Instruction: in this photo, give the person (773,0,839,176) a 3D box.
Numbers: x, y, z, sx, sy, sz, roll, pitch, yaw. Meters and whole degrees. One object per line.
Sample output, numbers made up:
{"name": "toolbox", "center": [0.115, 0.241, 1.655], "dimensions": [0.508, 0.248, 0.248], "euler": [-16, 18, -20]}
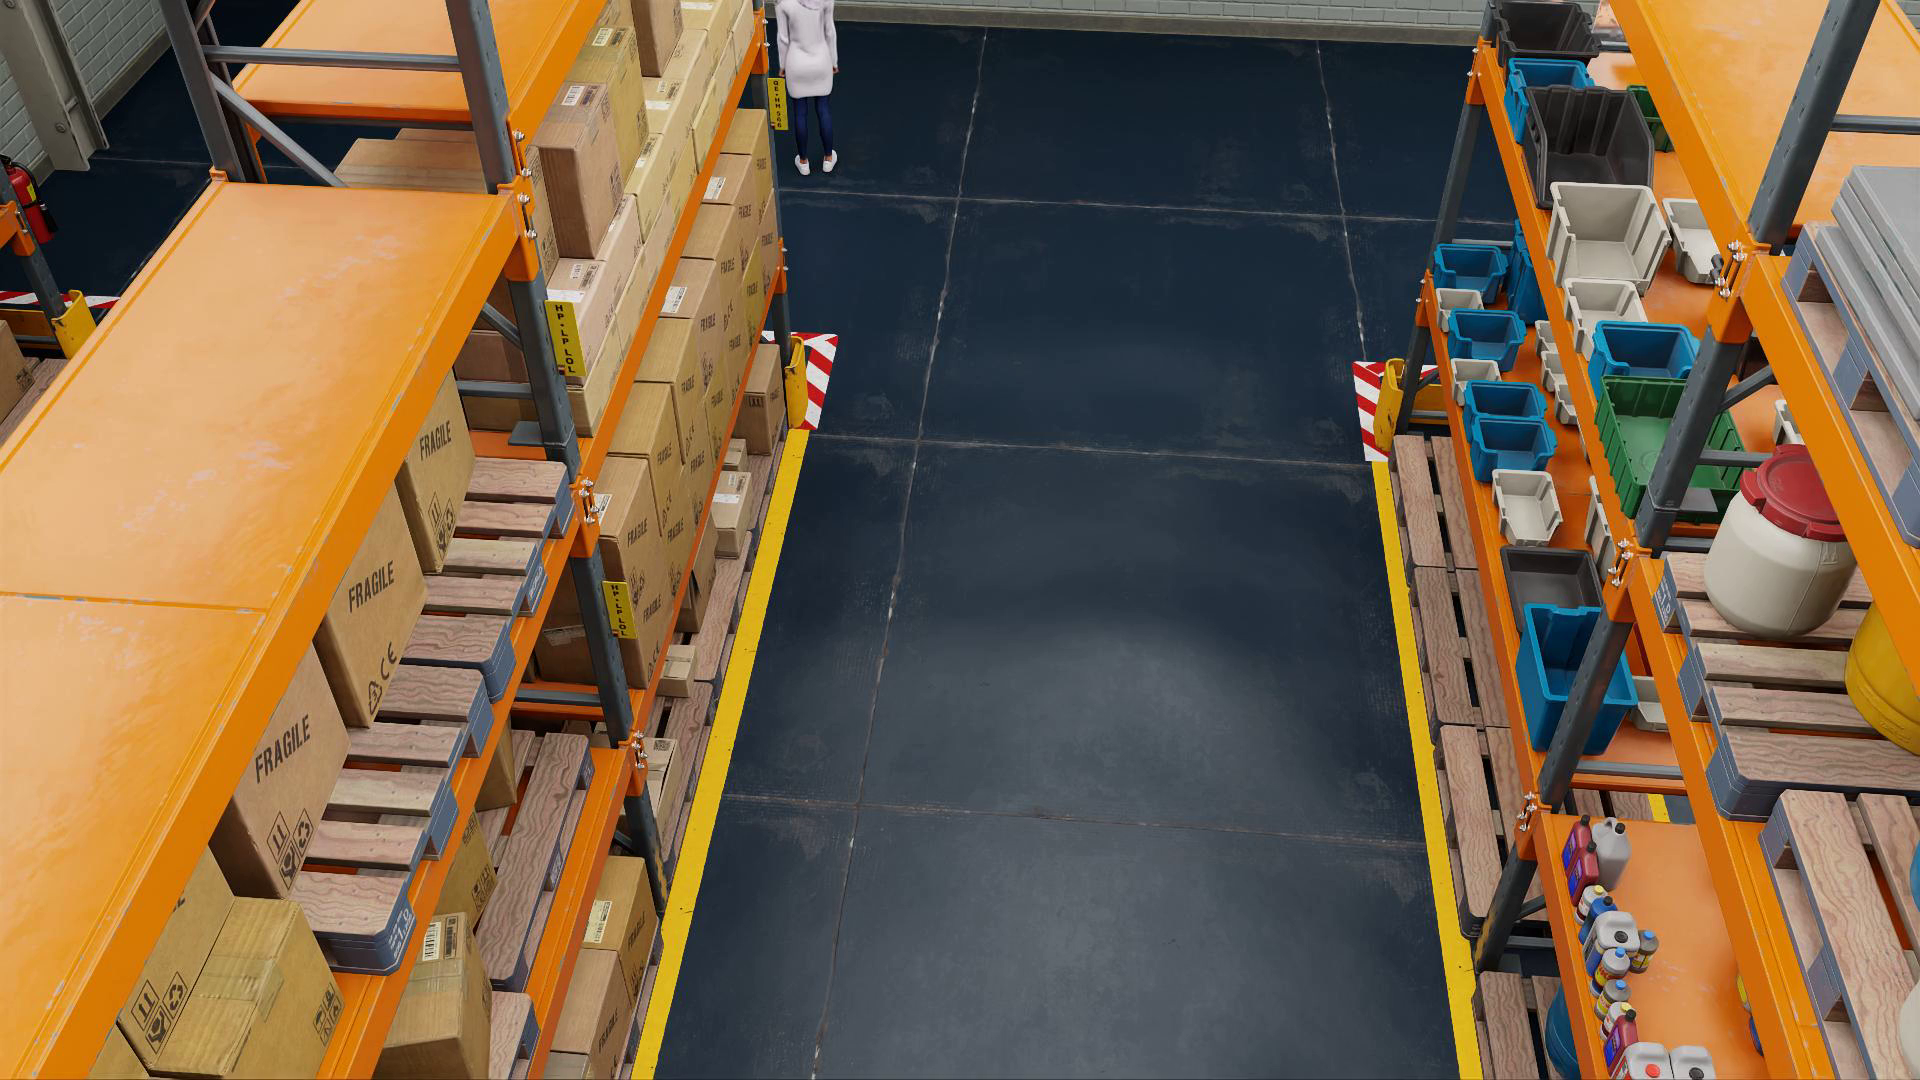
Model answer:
{"name": "person", "center": [-1.171, -3.660, 12.830], "dimensions": [0.660, 1.775, 0.601], "euler": [-6, 43, -6]}
